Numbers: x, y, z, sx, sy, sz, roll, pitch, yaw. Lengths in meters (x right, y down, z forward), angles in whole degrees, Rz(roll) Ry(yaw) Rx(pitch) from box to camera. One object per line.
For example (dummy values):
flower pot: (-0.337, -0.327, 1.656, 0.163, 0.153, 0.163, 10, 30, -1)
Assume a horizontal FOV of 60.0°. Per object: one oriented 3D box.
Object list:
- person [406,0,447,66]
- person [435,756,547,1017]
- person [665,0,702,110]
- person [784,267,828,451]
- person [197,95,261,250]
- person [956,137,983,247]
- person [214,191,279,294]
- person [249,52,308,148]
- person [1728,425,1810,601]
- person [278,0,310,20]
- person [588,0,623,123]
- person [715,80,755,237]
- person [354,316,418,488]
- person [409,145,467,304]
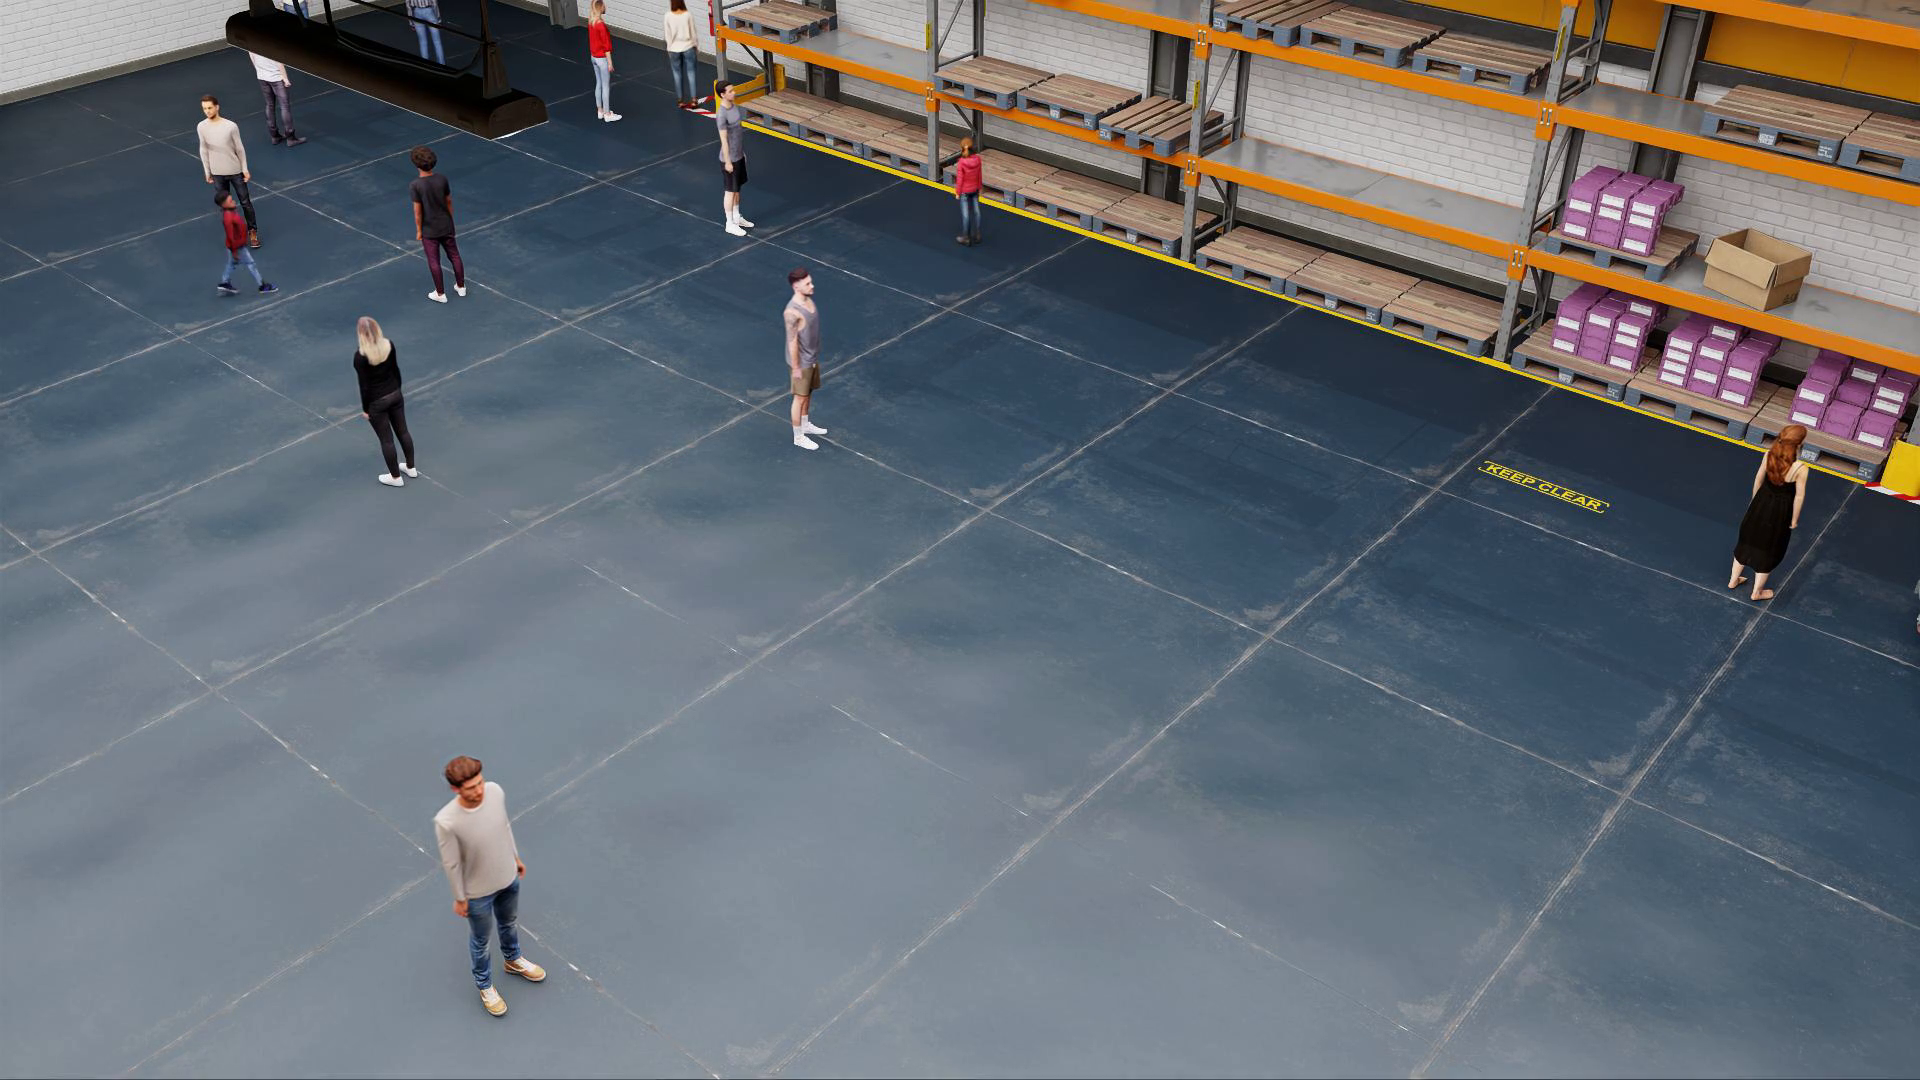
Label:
person: (-8.032, -7.805, 25.004, 0.694, 1.796, 0.734, -5, 34, -8)
person: (-2.876, 2.044, 10.092, 0.582, 1.902, 0.688, 21, 39, 28)
person: (-4.008, -7.065, 23.996, 0.680, 1.681, 0.763, 1, 34, 1)
person: (-1.498, -1.762, 15.933, 0.715, 1.844, 0.713, 8, 34, 11)
person: (-8.725, -4.393, 19.807, 0.746, 1.867, 0.786, -6, 34, -8)
person: (0.116, -4.197, 20.011, 0.565, 1.315, 0.561, -20, 38, -27)
person: (-8.243, -3.343, 18.796, 0.825, 1.239, 0.879, -12, 35, -17)
person: (-9.414, -6.316, 22.734, 0.612, 1.831, 0.788, 14, 36, 20)
person: (6.724, -0.248, 13.791, 0.706, 1.624, 0.592, -20, 39, -28)
person: (-10.394, -8.390, 25.979, 0.672, 1.692, 0.644, -20, 39, -27)
person: (-5.090, -6.817, 23.603, 0.718, 1.702, 0.513, -24, 41, -32)
person: (-2.787, -4.670, 20.221, 0.714, 1.871, 0.736, 8, 35, 12)
person: (-5.287, -1.276, 15.282, 0.560, 1.686, 0.630, 20, 39, 27)
person: (-5.865, -3.536, 18.595, 0.647, 1.782, 0.574, -28, 43, -35)
